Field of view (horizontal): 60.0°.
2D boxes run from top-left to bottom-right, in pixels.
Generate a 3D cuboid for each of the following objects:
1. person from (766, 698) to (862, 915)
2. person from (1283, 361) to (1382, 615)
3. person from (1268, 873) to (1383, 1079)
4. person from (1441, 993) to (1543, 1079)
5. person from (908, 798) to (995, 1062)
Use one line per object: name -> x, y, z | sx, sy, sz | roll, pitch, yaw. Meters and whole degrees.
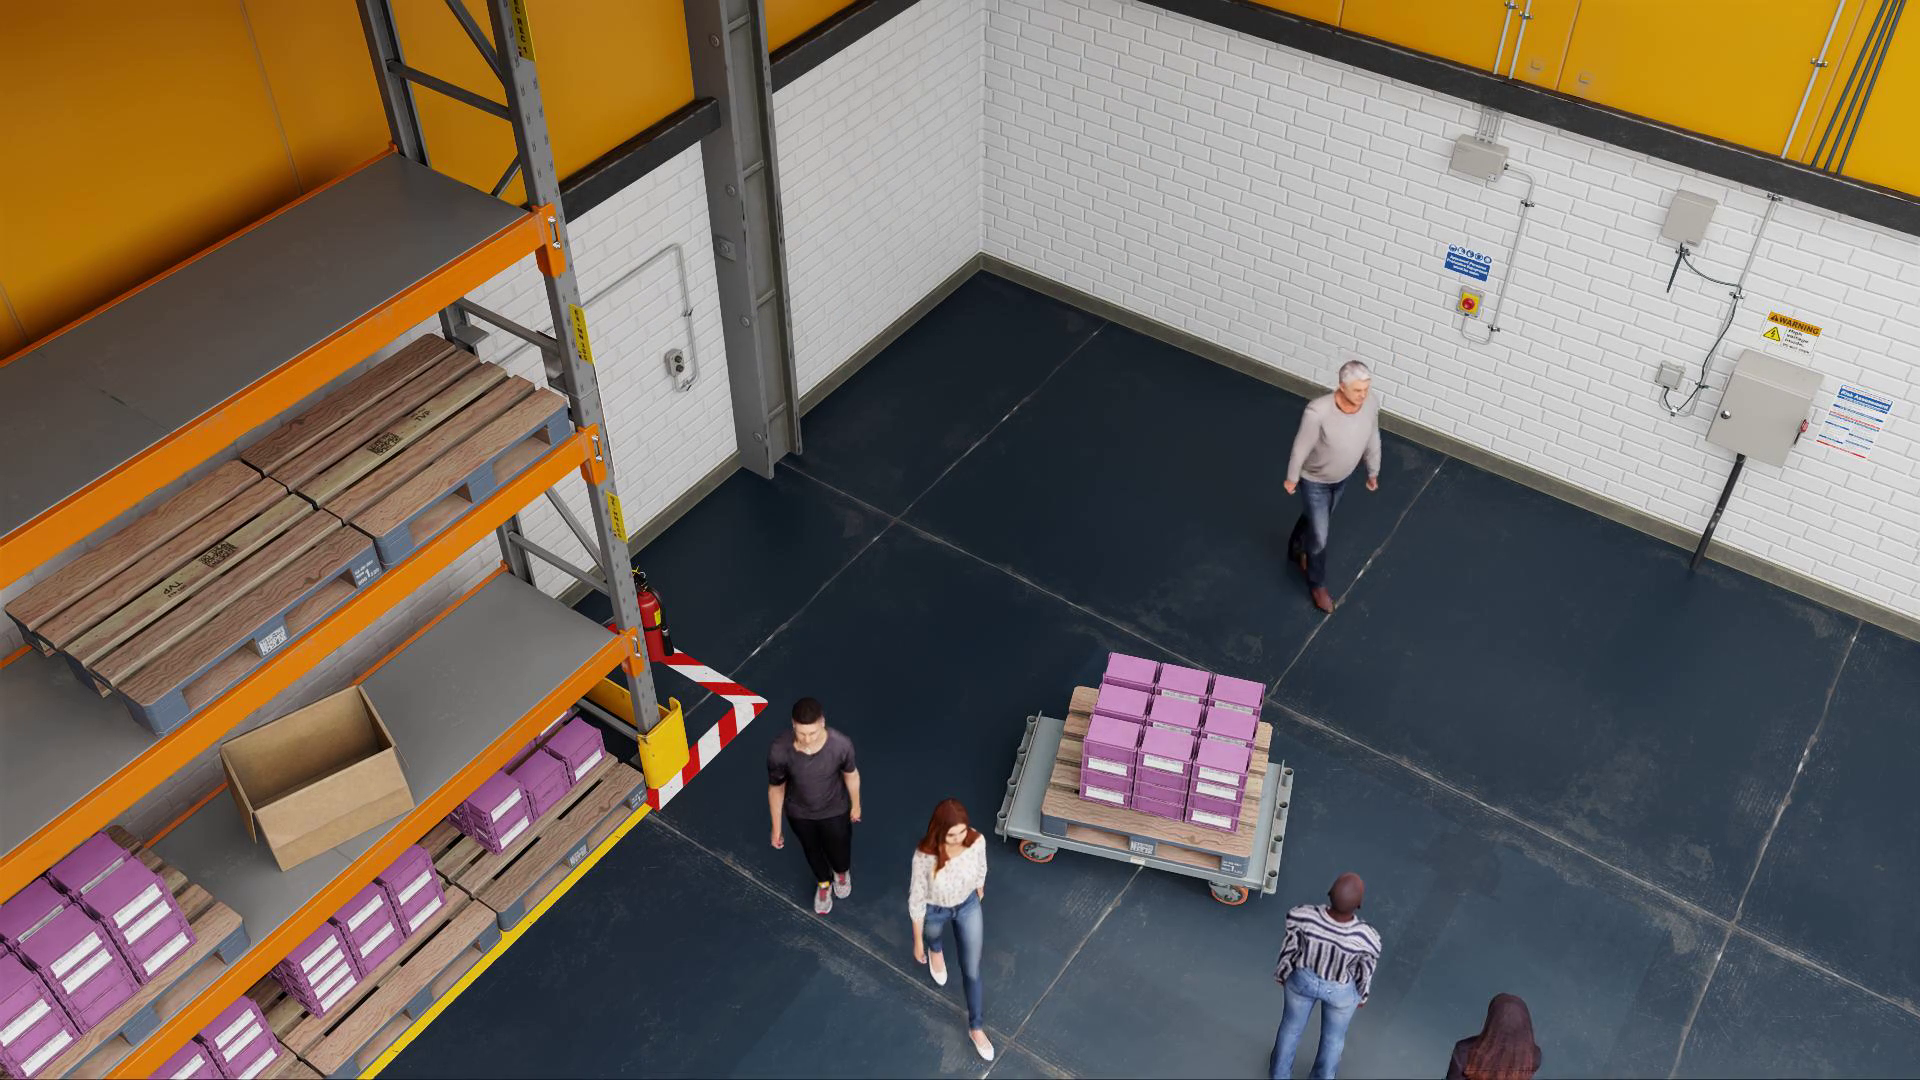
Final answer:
person -> -0.782, 1.400, 9.176 | 0.784, 1.750, 0.823 | -1, 44, -1
person -> 2.391, -0.494, 11.064 | 1.038, 1.888, 1.063 | -19, 47, -19
person -> 1.804, 2.225, 8.277 | 0.675, 1.796, 0.617 | 14, 45, 14
person -> 2.414, 2.795, 7.768 | 0.939, 1.673, 1.250 | 4, 44, 4
person -> -0.098, 1.861, 8.734 | 1.069, 1.691, 1.085 | -10, 44, -10
